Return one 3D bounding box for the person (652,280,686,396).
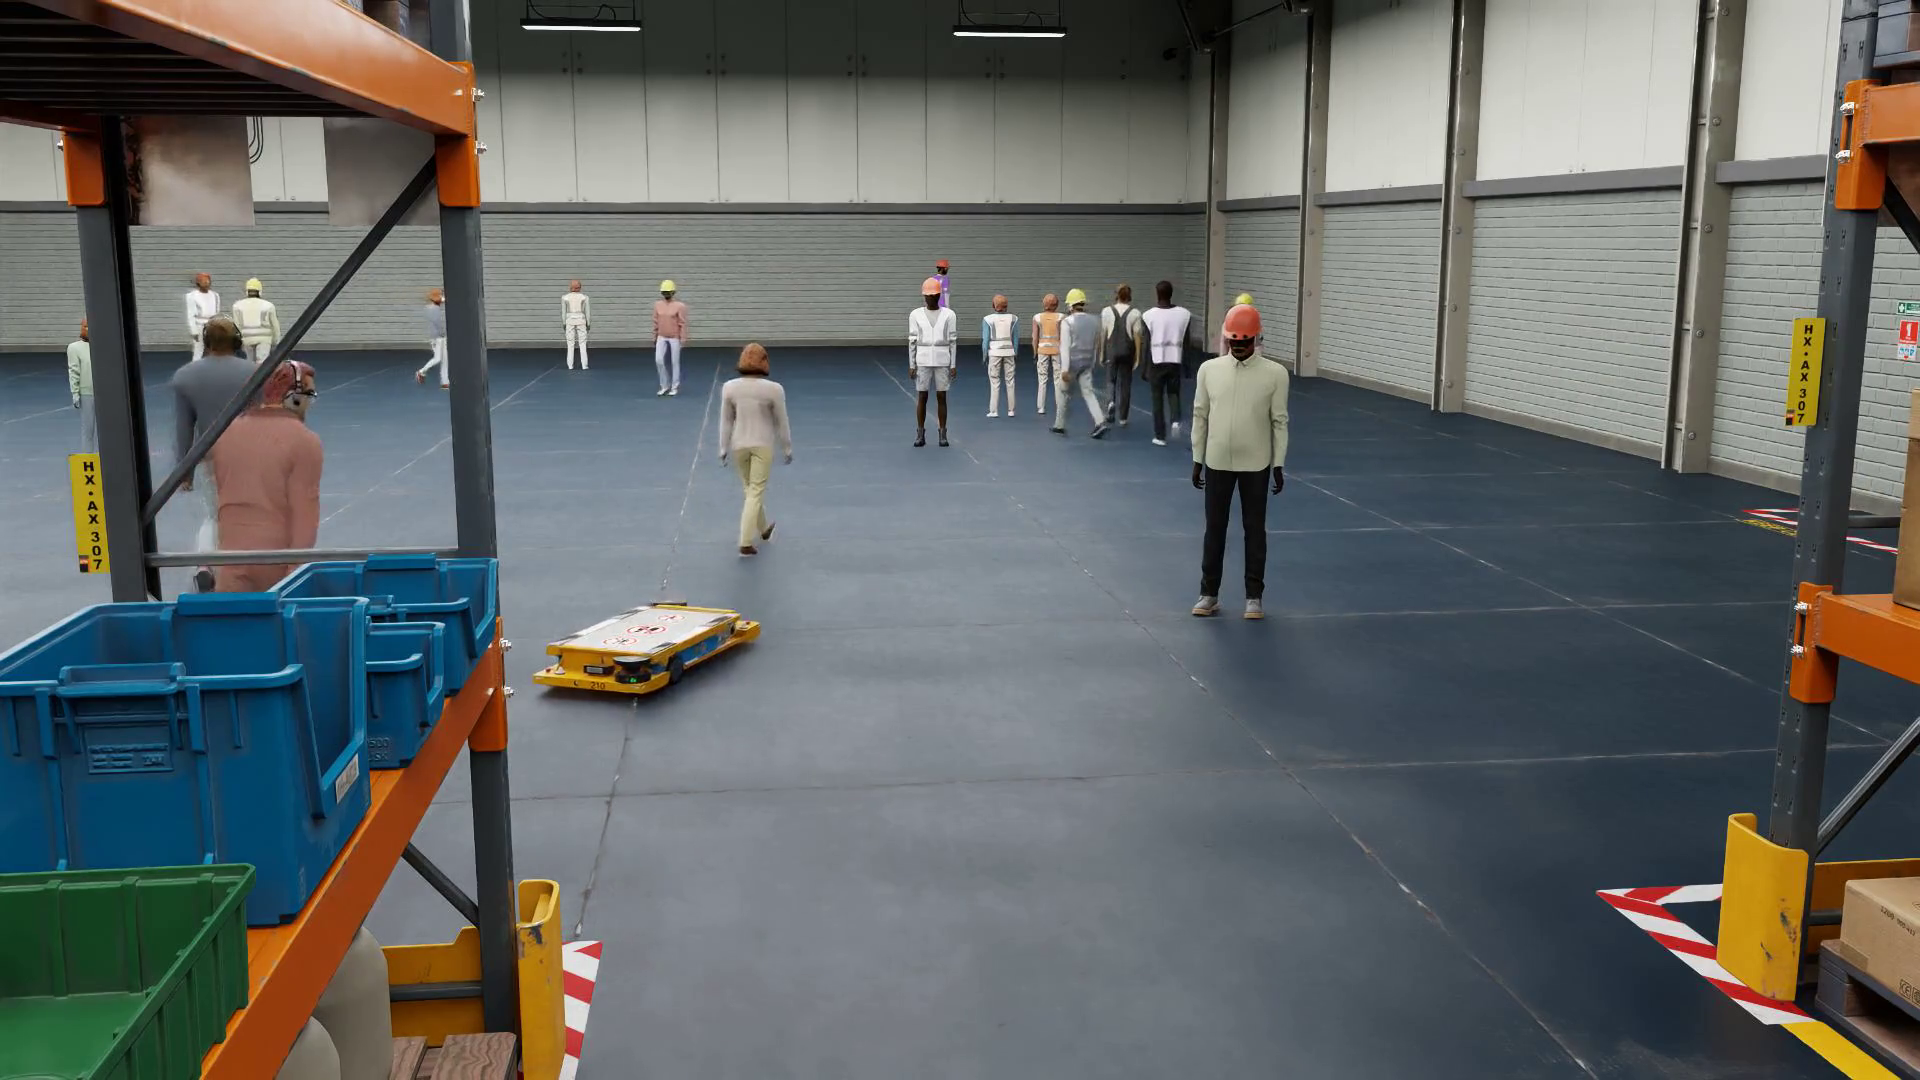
[{"bbox_3d":[-4.418,-3.047,25.148,0.554,1.745,0.552,2,10,9],"label":"person"}]

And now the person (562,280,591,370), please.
[{"bbox_3d":[-6.968,-3.905,30.208,0.509,1.629,0.315,-2,10,-10],"label":"person"}]

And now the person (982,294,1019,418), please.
[{"bbox_3d":[0.540,-2.441,22.152,0.515,1.642,0.314,-3,11,-16],"label":"person"}]

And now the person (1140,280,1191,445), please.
[{"bbox_3d":[2.372,-2.046,19.260,0.612,1.904,0.450,-2,10,-8],"label":"person"}]

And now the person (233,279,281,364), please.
[{"bbox_3d":[-10.380,-2.962,24.616,0.620,1.777,0.943,-1,10,-6],"label":"person"}]

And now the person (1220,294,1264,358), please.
[{"bbox_3d":[3.379,-2.080,19.940,0.541,1.714,0.932,4,11,21],"label":"person"}]

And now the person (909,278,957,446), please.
[{"bbox_3d":[-0.312,-2.033,19.101,0.553,1.935,0.364,0,10,-1],"label":"person"}]

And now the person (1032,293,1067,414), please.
[{"bbox_3d":[1.235,-2.517,22.567,0.511,1.643,0.308,2,11,10],"label":"person"}]

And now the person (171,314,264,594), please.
[{"bbox_3d":[-4.733,-0.494,10.731,0.633,1.918,0.779,-1,10,-6],"label":"person"}]

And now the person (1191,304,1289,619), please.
[{"bbox_3d":[1.756,-0.491,10.515,0.609,1.986,0.392,3,11,18],"label":"person"}]

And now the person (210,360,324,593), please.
[{"bbox_3d":[-3.246,0.084,7.826,0.669,1.834,1.077,4,11,19],"label":"person"}]

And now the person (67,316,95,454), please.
[{"bbox_3d":[-8.690,-1.455,16.765,0.497,1.633,0.284,-9,14,-41],"label":"person"}]

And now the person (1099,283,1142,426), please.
[{"bbox_3d":[2.024,-2.334,21.041,0.542,1.830,0.525,2,11,10],"label":"person"}]

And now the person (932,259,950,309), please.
[{"bbox_3d":[-0.391,-4.899,34.828,0.376,1.933,0.544,-8,13,-39],"label":"person"}]

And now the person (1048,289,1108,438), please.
[{"bbox_3d":[1.443,-2.114,19.946,0.604,1.796,0.903,-8,13,-37],"label":"person"}]

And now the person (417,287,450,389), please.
[{"bbox_3d":[-8.281,-3.185,26.270,0.546,1.618,0.515,2,11,11],"label":"person"}]

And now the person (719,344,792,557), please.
[{"bbox_3d":[-1.537,-0.702,12.724,0.522,1.585,0.856,3,11,17],"label":"person"}]

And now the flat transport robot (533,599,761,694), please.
[{"bbox_3d":[-1.725,0.578,9.356,0.652,0.197,1.431,4,11,19],"label":"flat transport robot"}]

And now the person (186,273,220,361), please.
[{"bbox_3d":[-12.073,-3.362,26.691,0.998,1.823,0.590,7,13,35],"label":"person"}]
